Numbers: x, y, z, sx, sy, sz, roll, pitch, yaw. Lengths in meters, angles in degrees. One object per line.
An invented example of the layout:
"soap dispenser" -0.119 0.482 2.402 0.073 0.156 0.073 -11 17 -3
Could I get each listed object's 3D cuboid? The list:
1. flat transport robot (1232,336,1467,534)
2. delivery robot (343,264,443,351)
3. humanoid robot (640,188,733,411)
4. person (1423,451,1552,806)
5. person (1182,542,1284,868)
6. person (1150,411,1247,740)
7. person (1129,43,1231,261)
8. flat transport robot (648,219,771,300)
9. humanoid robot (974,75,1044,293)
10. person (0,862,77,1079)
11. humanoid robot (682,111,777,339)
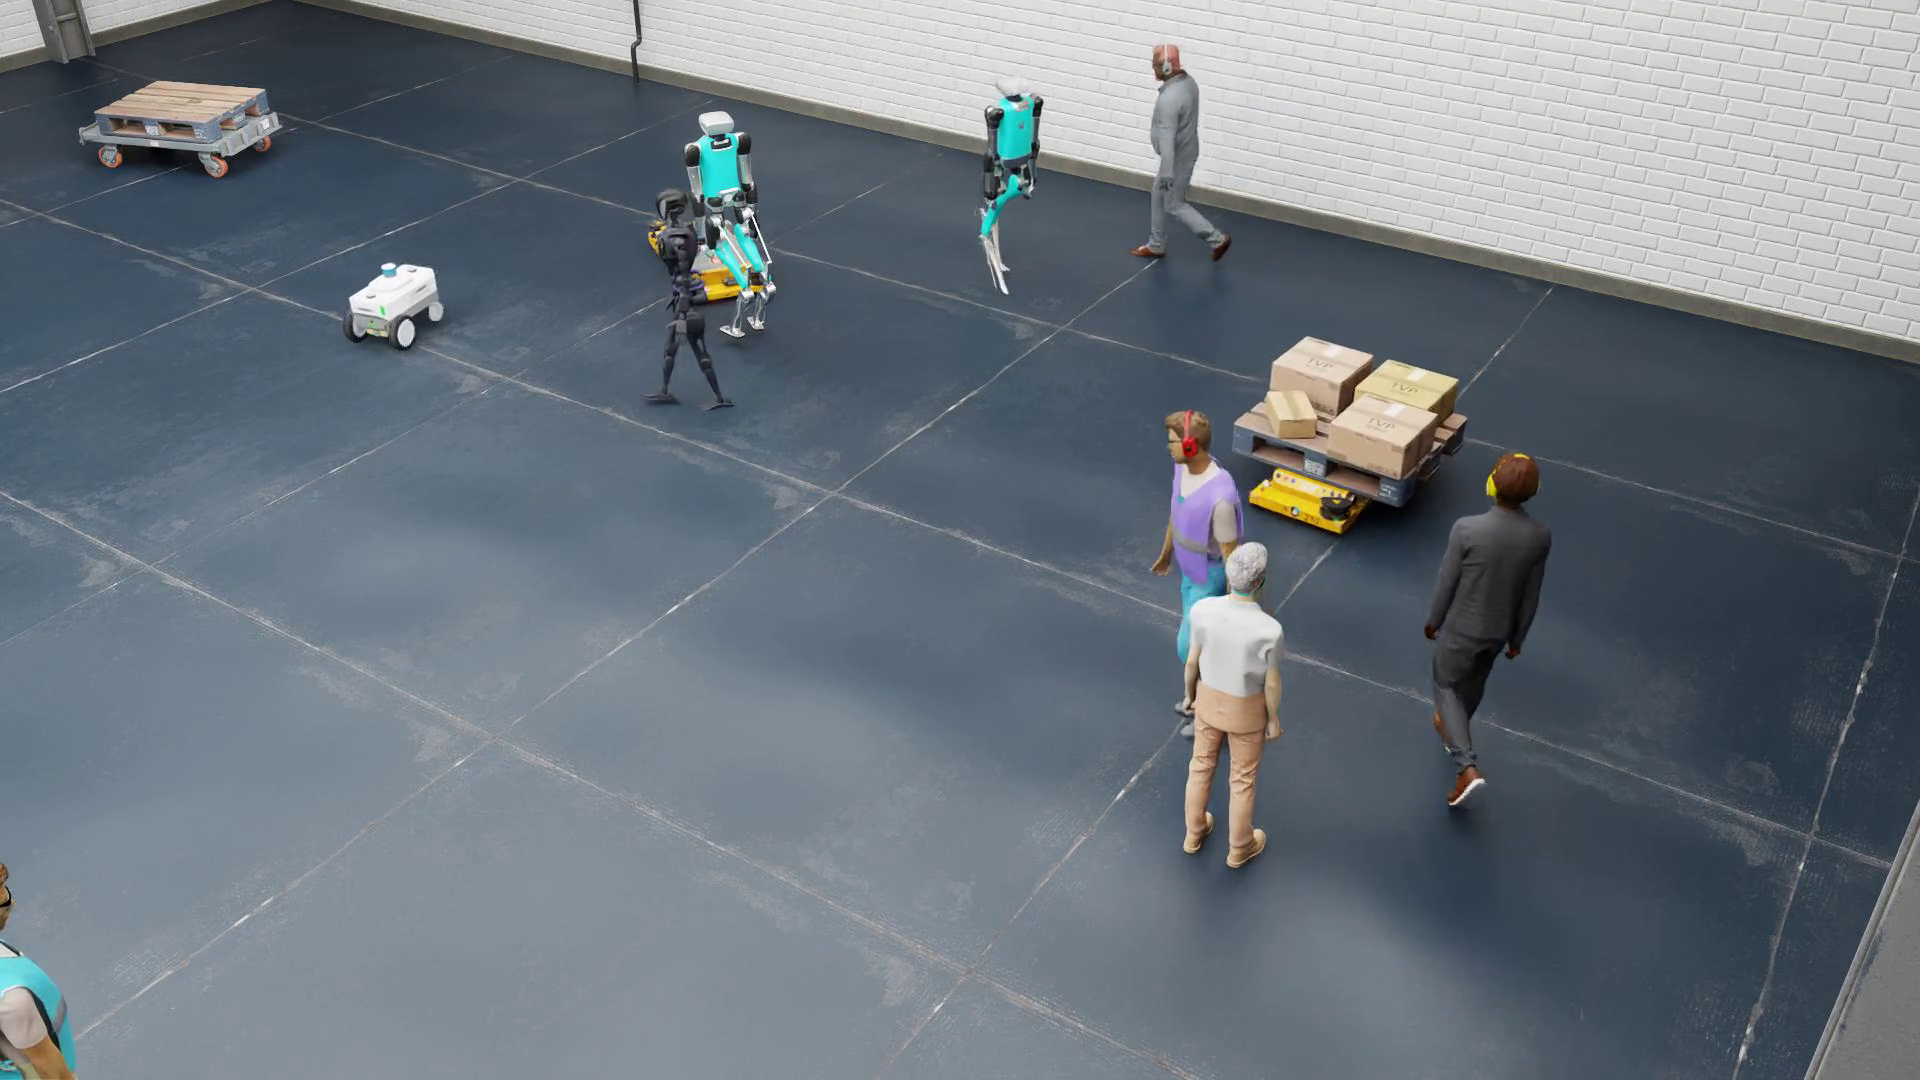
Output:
"flat transport robot" 2.559 -0.511 11.052 0.659 0.231 1.431 22 39 30
"delivery robot" -4.372 -1.818 12.838 0.499 0.614 0.808 11 34 17
"humanoid robot" -1.956 -1.632 11.515 0.679 1.634 0.601 -8 34 -12
"person" 2.563 0.427 8.133 0.497 1.846 0.783 -4 33 -6
"person" 1.255 0.766 7.696 0.483 1.748 0.326 19 37 27
"person" 1.247 0.170 8.569 0.468 1.802 0.613 -6 33 -10
"person" 1.859 -3.133 13.672 0.800 1.860 0.652 10 34 14
"flat transport robot" -2.112 -2.384 13.966 0.659 0.231 1.431 -14 35 -20
"humanoid robot" 0.292 -2.903 13.443 0.543 1.804 0.795 -23 39 -31
"person" -3.291 1.883 5.875 0.562 1.837 0.389 20 38 28
"humanoid robot" -1.634 -2.276 12.316 0.533 1.677 0.735 -20 38 -28
